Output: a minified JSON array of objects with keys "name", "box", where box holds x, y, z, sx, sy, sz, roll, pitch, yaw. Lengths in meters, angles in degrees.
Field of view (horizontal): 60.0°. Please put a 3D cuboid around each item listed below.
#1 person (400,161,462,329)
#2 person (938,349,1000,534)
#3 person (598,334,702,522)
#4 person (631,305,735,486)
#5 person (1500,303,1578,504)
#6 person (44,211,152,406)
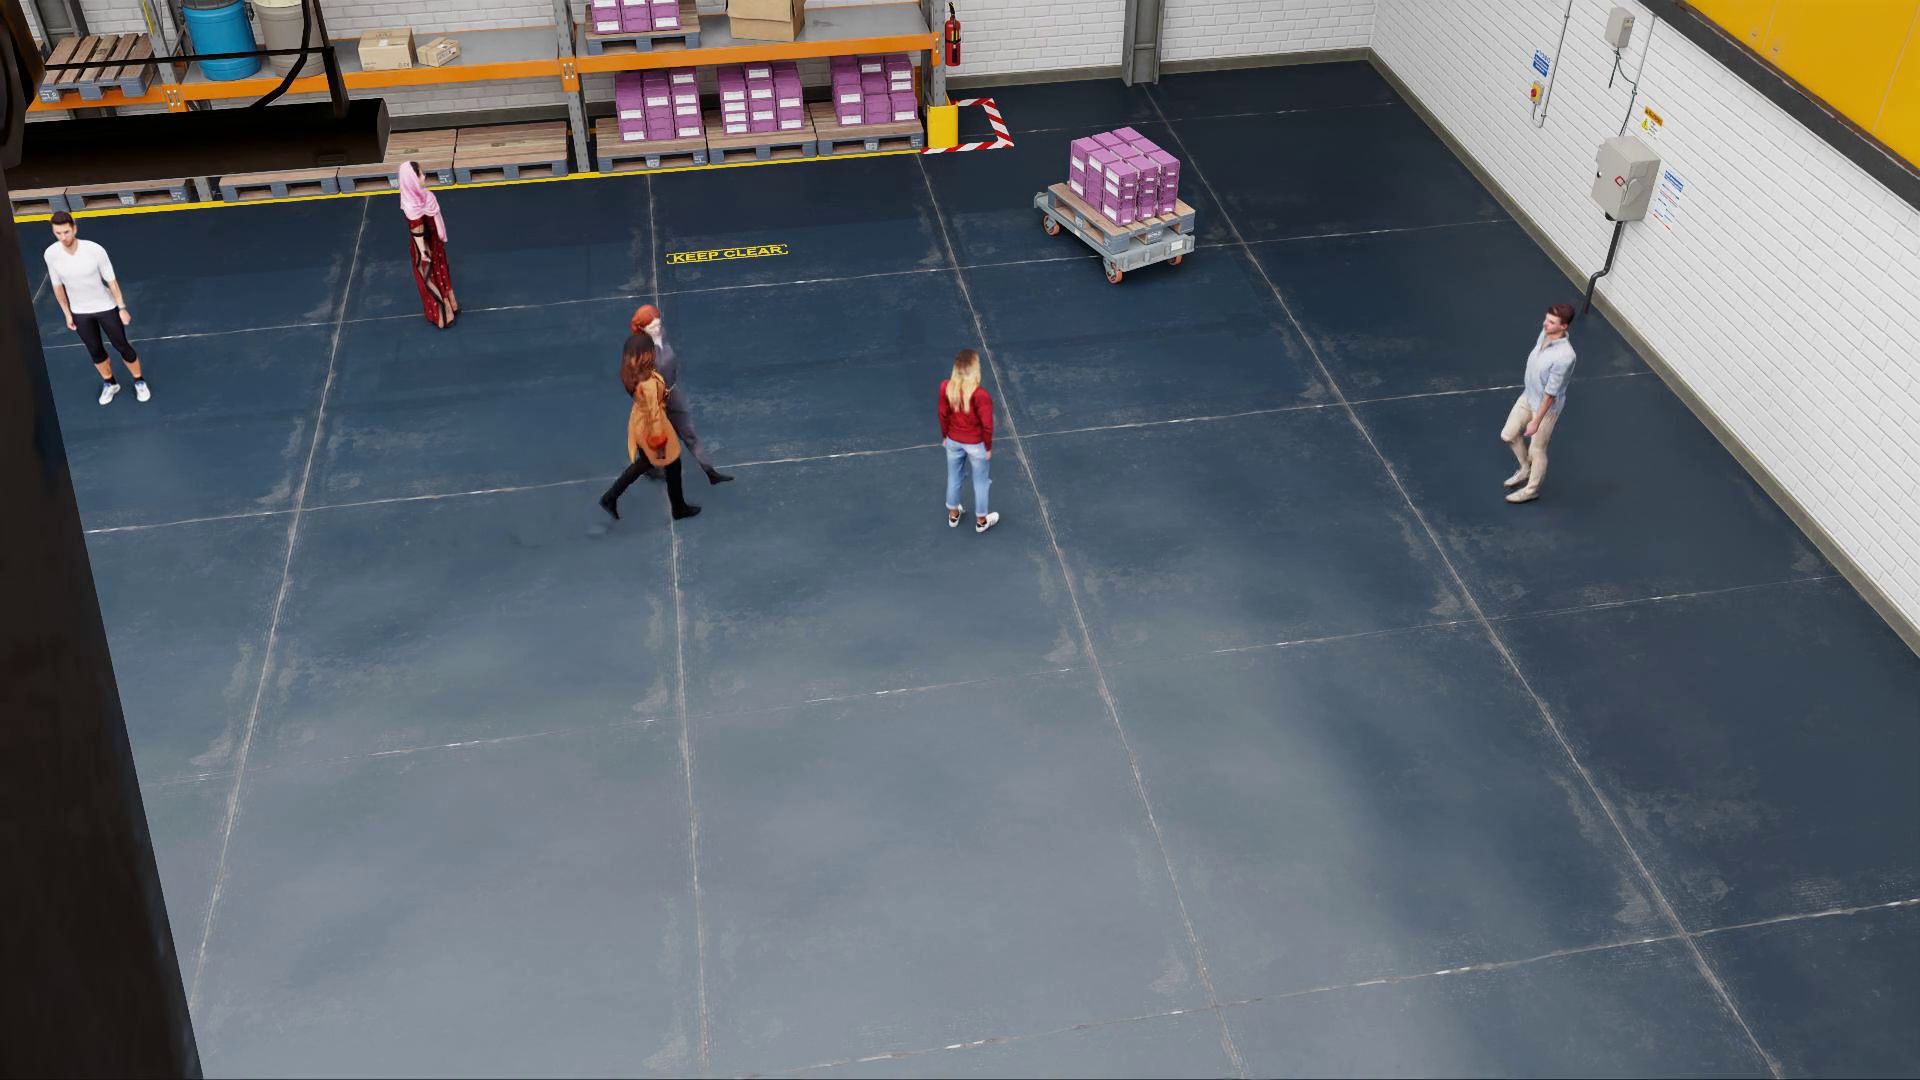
[{"name":"person","box":[-4.957,-2.763,15.459,0.657,1.638,0.700,1,39,1]},{"name":"person","box":[0.058,-0.775,12.974,0.651,1.634,0.746,17,42,20]},{"name":"person","box":[-2.494,-0.823,12.973,1.139,1.709,0.949,-17,41,-20]},{"name":"person","box":[-2.499,-1.142,13.354,1.191,1.732,1.022,14,41,17]},{"name":"person","box":[4.700,-1.076,13.191,0.611,1.832,0.643,-7,39,-8]},{"name":"person","box":[-7.474,-2.011,14.353,0.493,1.844,0.728,-5,39,-7]}]
